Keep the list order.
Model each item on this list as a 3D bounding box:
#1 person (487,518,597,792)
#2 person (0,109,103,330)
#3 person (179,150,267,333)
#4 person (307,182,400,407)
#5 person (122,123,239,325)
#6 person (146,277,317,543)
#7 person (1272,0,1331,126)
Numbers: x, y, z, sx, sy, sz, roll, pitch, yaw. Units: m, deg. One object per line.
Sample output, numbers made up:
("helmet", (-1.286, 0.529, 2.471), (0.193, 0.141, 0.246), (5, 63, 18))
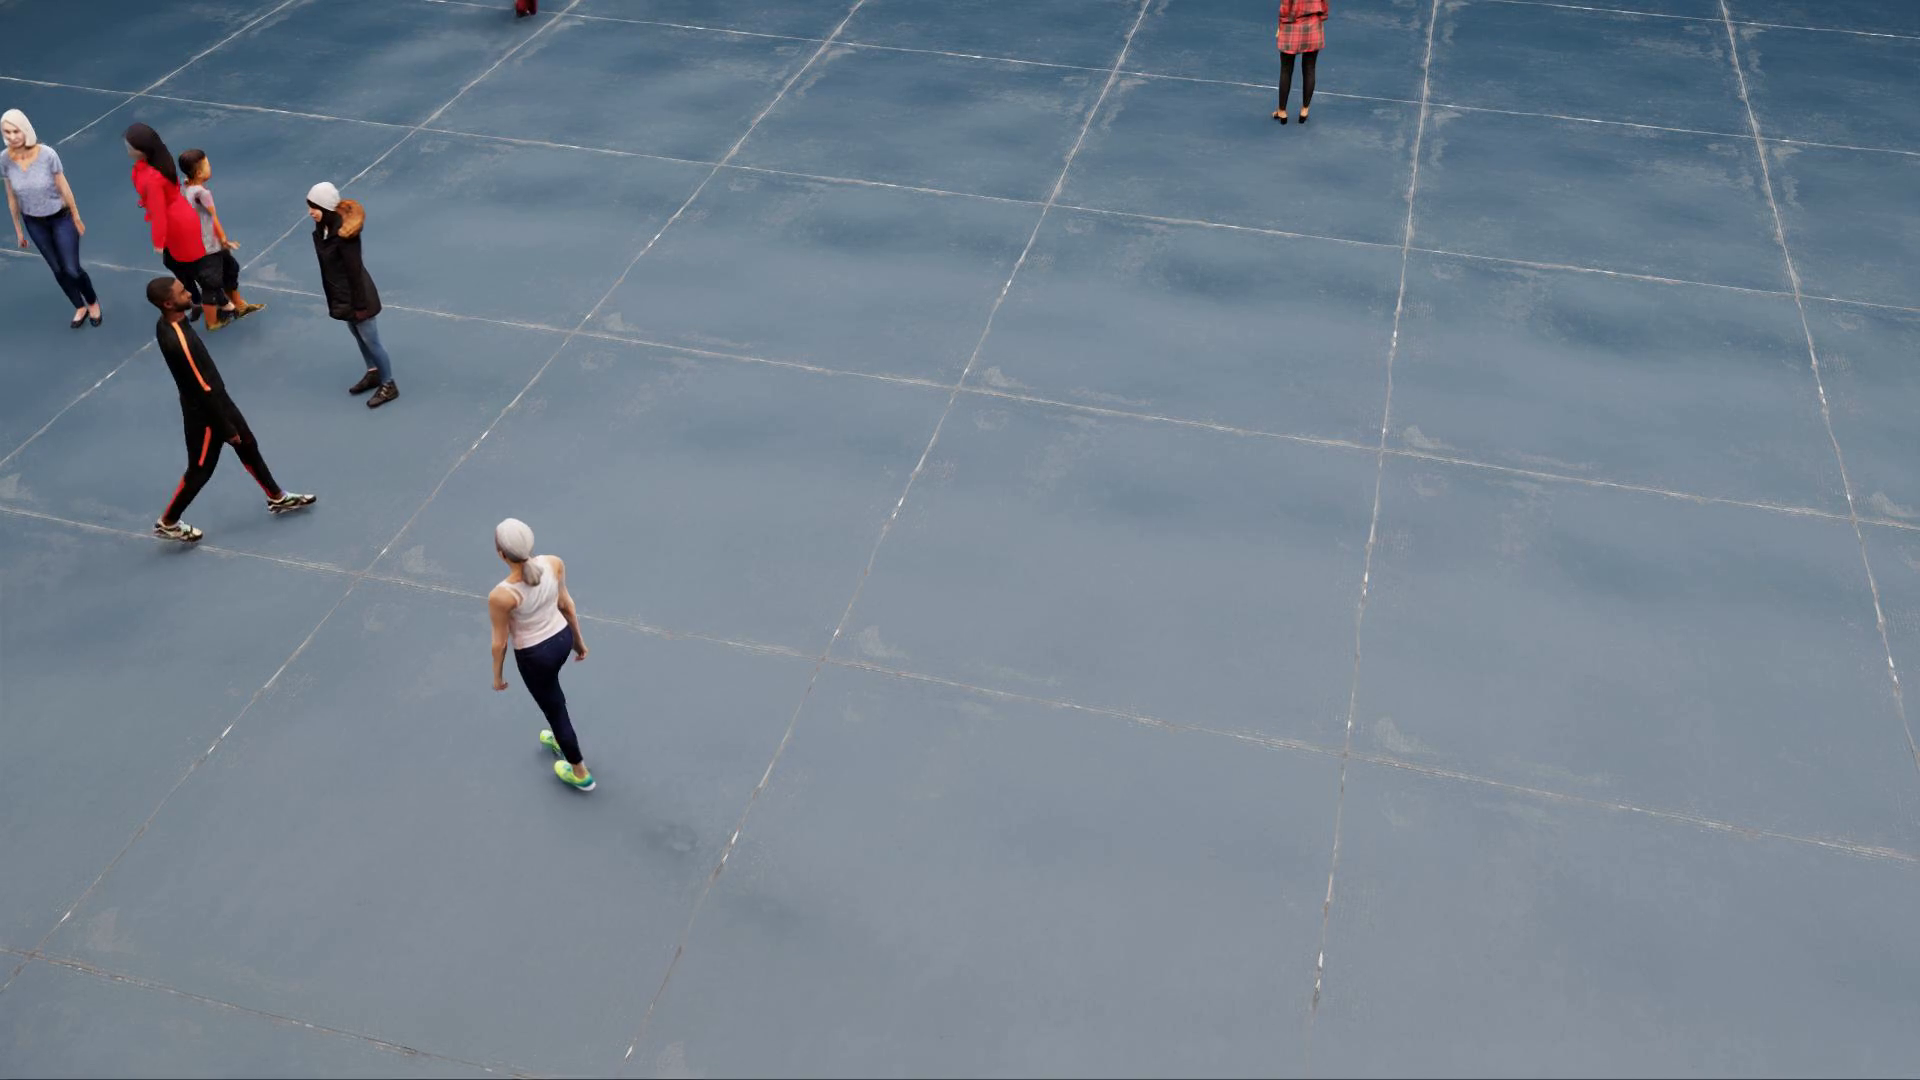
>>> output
("person", (-2.032, 0.633, 8.377), (0.829, 1.689, 0.777), (25, 45, 28))
("person", (-6.651, -2.372, 12.202), (0.670, 1.709, 0.670), (-2, 38, -2))
("person", (-5.614, -2.205, 12.210), (0.782, 1.435, 0.867), (30, 47, 32))
("person", (-4.164, -1.694, 11.396), (0.758, 1.634, 0.729), (-31, 48, -34))
("person", (-5.620, -2.269, 12.073), (0.861, 1.704, 0.774), (-5, 38, -6))
("person", (-4.658, -0.737, 10.064), (1.214, 1.768, 1.188), (-18, 41, -21))
("person", (3.091, -4.609, 15.066), (0.674, 1.703, 0.652), (-2, 38, -2))
